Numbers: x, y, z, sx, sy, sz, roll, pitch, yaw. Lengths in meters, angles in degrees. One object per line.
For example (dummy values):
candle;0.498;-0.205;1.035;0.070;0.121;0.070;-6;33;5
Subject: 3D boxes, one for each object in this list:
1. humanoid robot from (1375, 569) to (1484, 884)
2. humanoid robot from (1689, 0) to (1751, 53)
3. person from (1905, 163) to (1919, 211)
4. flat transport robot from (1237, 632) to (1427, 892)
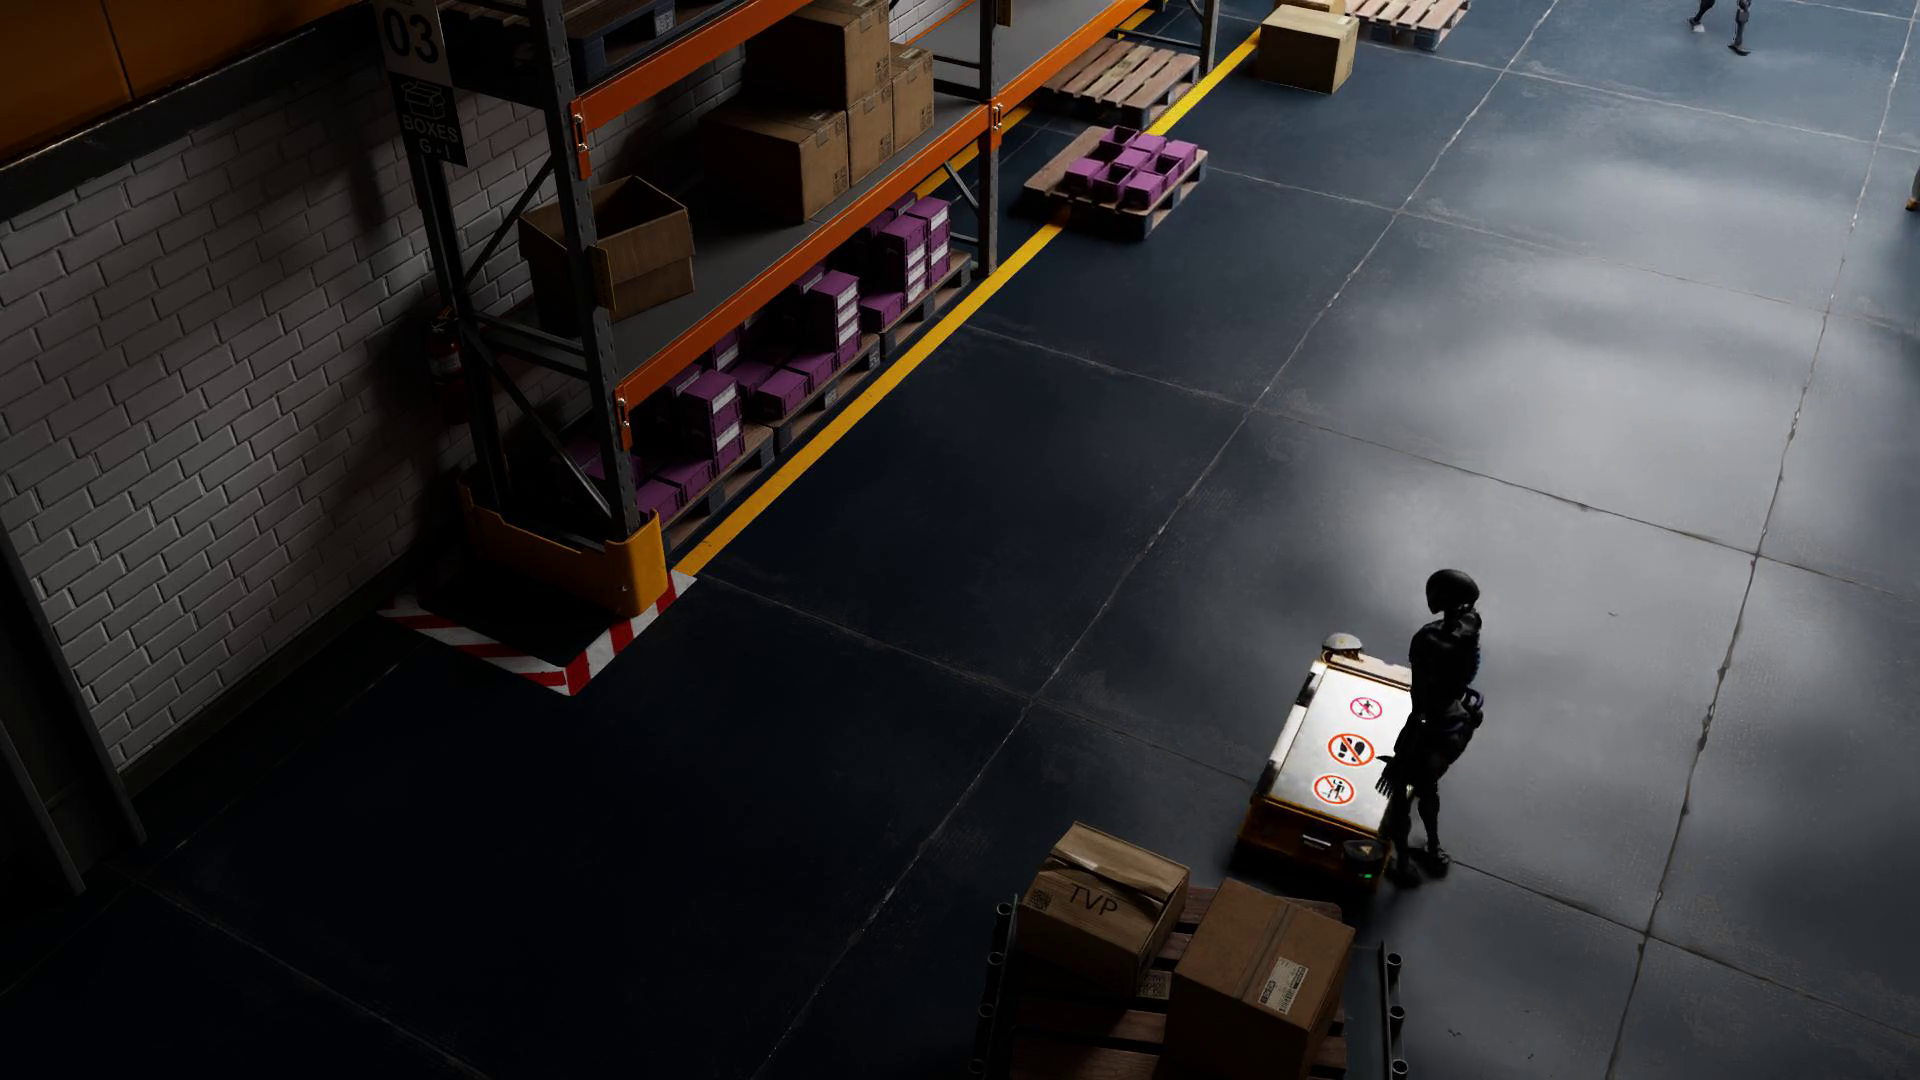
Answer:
humanoid robot;2.022;0.825;7.073;0.392;1.641;0.612;28;46;30
humanoid robot;6.873;-5.169;14.596;0.603;1.619;0.789;-4;39;-5
person;7.312;-3.215;11.946;0.384;1.888;0.571;-30;48;-32
flat transport robot;1.866;1.020;7.944;0.659;0.231;1.431;17;42;20
